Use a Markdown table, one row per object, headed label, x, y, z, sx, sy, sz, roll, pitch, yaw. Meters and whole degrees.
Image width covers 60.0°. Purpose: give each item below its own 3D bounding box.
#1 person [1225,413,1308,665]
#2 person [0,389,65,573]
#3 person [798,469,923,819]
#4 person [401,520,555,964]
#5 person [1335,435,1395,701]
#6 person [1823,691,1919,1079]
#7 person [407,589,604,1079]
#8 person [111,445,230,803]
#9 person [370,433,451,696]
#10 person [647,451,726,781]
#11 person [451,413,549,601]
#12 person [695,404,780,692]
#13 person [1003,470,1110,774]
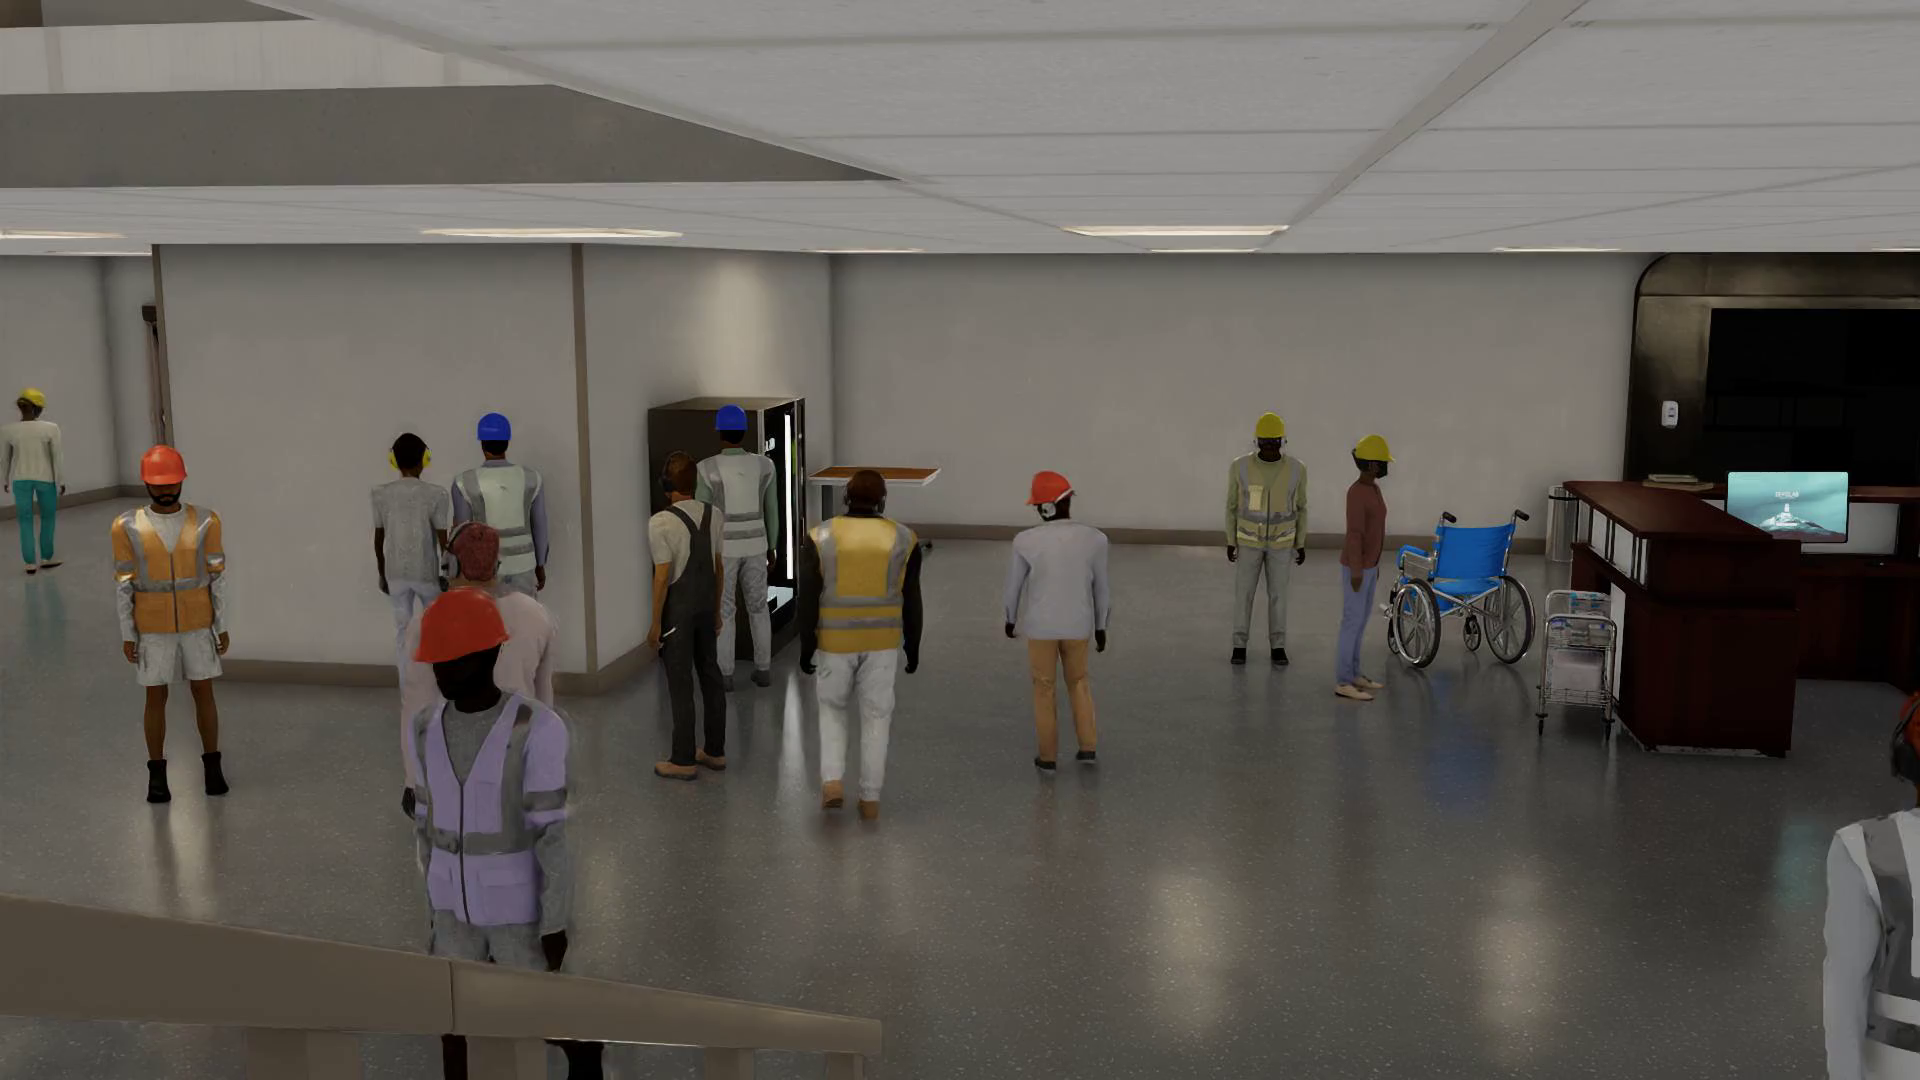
| label | x | y | z | sx | sy | sz | roll | pitch | yaw |
| --- | --- | --- | --- | --- | --- | --- | --- | --- | --- |
| person | 2.210 | -0.006 | 12.018 | 0.587 | 1.835 | 0.404 | 1 | 9 | 6 |
| person | -8.769 | -0.558 | 15.750 | 0.552 | 1.734 | 0.563 | -4 | 10 | -21 |
| person | -0.512 | 0.543 | 8.702 | 0.658 | 1.813 | 0.485 | -1 | 9 | -7 |
| person | -1.845 | 0.866 | 6.472 | 0.546 | 1.887 | 0.658 | 7 | 12 | 38 |
| person | 2.714 | 0.176 | 11.108 | 0.325 | 1.767 | 0.533 | 5 | 10 | 27 |
| person | 2.406 | 1.269 | 4.157 | 0.577 | 1.829 | 0.999 | 2 | 9 | 10 |
| person | -1.402 | 1.068 | 5.132 | 0.546 | 1.921 | 0.769 | 3 | 10 | 15 |
| person | -4.213 | 0.448 | 8.933 | 0.546 | 1.928 | 0.388 | -5 | 11 | -30 |
| person | -3.429 | 0.237 | 10.511 | 0.494 | 1.831 | 0.804 | -2 | 9 | -10 |
| person | -1.536 | 0.424 | 9.325 | 0.344 | 1.845 | 0.506 | 8 | 12 | 41 |
| person | -2.931 | 0.163 | 10.624 | 0.614 | 1.947 | 0.388 | -6 | 11 | -32 |
| person | -1.524 | 0.055 | 11.288 | 0.614 | 1.945 | 0.404 | -5 | 11 | -29 |
| person | 0.531 | 0.463 | 9.426 | 0.596 | 1.735 | 0.435 | -3 | 10 | -16 |
